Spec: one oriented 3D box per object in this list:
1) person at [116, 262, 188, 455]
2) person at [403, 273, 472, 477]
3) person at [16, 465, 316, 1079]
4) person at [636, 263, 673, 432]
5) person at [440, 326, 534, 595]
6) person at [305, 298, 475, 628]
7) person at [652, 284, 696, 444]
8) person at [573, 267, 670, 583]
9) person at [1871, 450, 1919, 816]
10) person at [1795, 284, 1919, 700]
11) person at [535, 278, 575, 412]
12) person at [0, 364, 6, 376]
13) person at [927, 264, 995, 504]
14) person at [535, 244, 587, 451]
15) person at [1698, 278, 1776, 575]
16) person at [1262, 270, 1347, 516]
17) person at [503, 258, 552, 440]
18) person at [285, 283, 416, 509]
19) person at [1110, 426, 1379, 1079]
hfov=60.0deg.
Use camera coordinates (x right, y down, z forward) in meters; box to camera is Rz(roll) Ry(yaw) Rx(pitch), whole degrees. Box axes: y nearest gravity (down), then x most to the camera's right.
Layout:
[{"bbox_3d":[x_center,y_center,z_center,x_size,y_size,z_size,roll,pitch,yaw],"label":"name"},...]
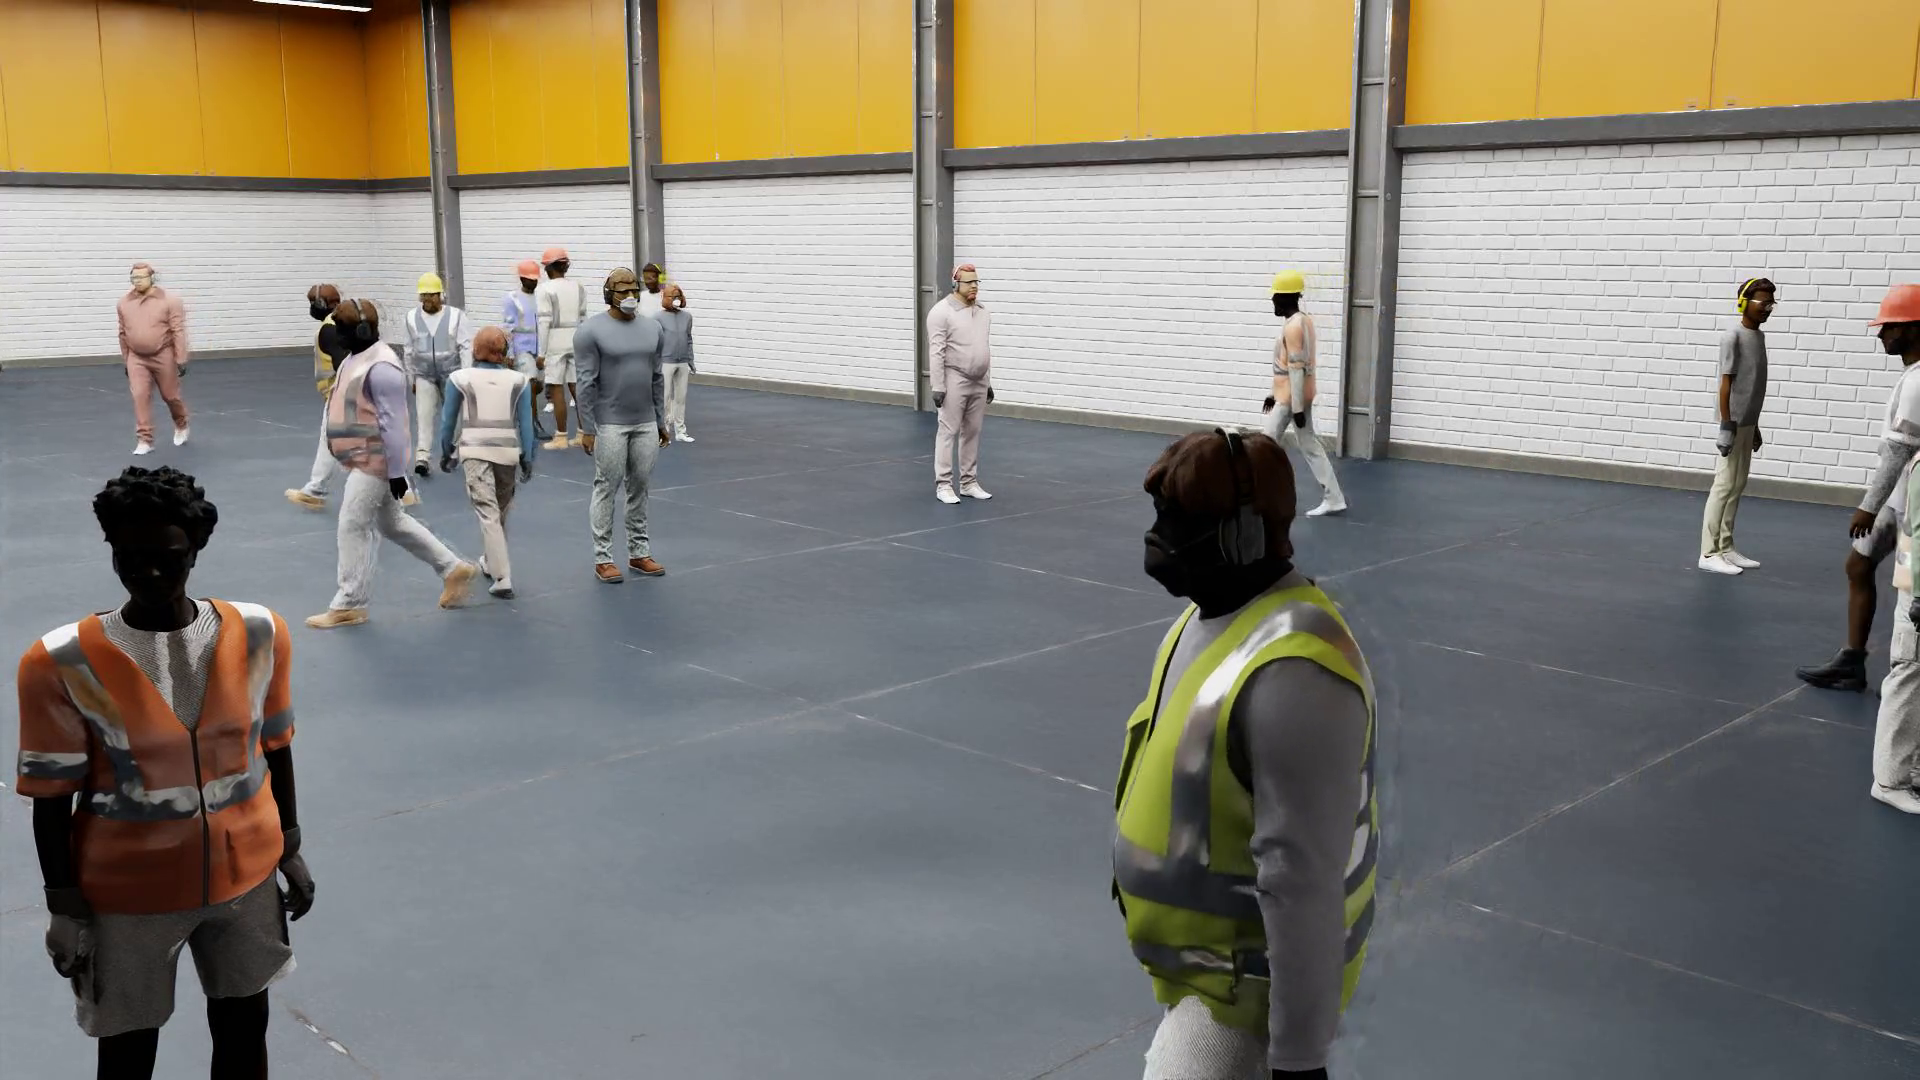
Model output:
[{"bbox_3d":[-7.985,-1.815,16.512,0.651,1.879,0.877,-1,10,-6],"label":"person"},{"bbox_3d":[-4.652,-1.465,14.812,0.605,1.783,0.903,-2,11,-9],"label":"person"},{"bbox_3d":[-1.563,0.685,3.335,0.540,1.698,0.317,-10,14,-44],"label":"person"},{"bbox_3d":[-3.257,-2.085,18.063,0.566,1.845,0.588,3,11,14],"label":"person"},{"bbox_3d":[-2.843,-0.489,10.053,0.515,1.582,0.909,-6,12,-31],"label":"person"},{"bbox_3d":[-3.174,-0.440,9.206,0.899,1.808,0.629,-6,12,-31],"label":"person"},{"bbox_3d":[-2.937,-1.802,17.081,0.507,1.631,0.266,-10,14,-44],"label":"person"},{"bbox_3d":[-2.081,-0.713,10.308,0.635,1.937,0.352,-10,14,-44],"label":"person"},{"bbox_3d":[3.637,0.195,6.186,0.523,1.636,0.310,-10,14,-44],"label":"person"},{"bbox_3d":[4.206,-0.198,7.569,0.782,1.904,0.568,5,12,26],"label":"person"},{"bbox_3d":[-4.913,-2.543,20.476,0.597,1.877,0.988,1,10,5],"label":"person"},{"bbox_3d":[-13.727,-3.020,23.218,0.527,1.814,0.603,-9,14,-40],"label":"person"},{"bbox_3d":[0.040,-1.249,13.321,0.652,1.906,0.403,-10,14,-44],"label":"person"},{"bbox_3d":[-3.973,-1.903,16.513,0.390,2.040,0.614,7,13,35],"label":"person"},{"bbox_3d":[4.964,-0.724,10.571,0.535,1.865,0.310,-10,14,-44],"label":"person"},{"bbox_3d":[2.502,-1.100,12.610,0.977,1.880,0.591,4,11,21],"label":"person"},{"bbox_3d":[-4.589,-2.016,17.555,0.801,1.901,0.547,9,14,40],"label":"person"},{"bbox_3d":[-4.762,-1.102,12.932,1.039,1.758,0.630,0,10,1],"label":"person"},{"bbox_3d":[0.454,0.721,2.796,0.453,1.825,0.652,-1,10,-3],"label":"person"}]
